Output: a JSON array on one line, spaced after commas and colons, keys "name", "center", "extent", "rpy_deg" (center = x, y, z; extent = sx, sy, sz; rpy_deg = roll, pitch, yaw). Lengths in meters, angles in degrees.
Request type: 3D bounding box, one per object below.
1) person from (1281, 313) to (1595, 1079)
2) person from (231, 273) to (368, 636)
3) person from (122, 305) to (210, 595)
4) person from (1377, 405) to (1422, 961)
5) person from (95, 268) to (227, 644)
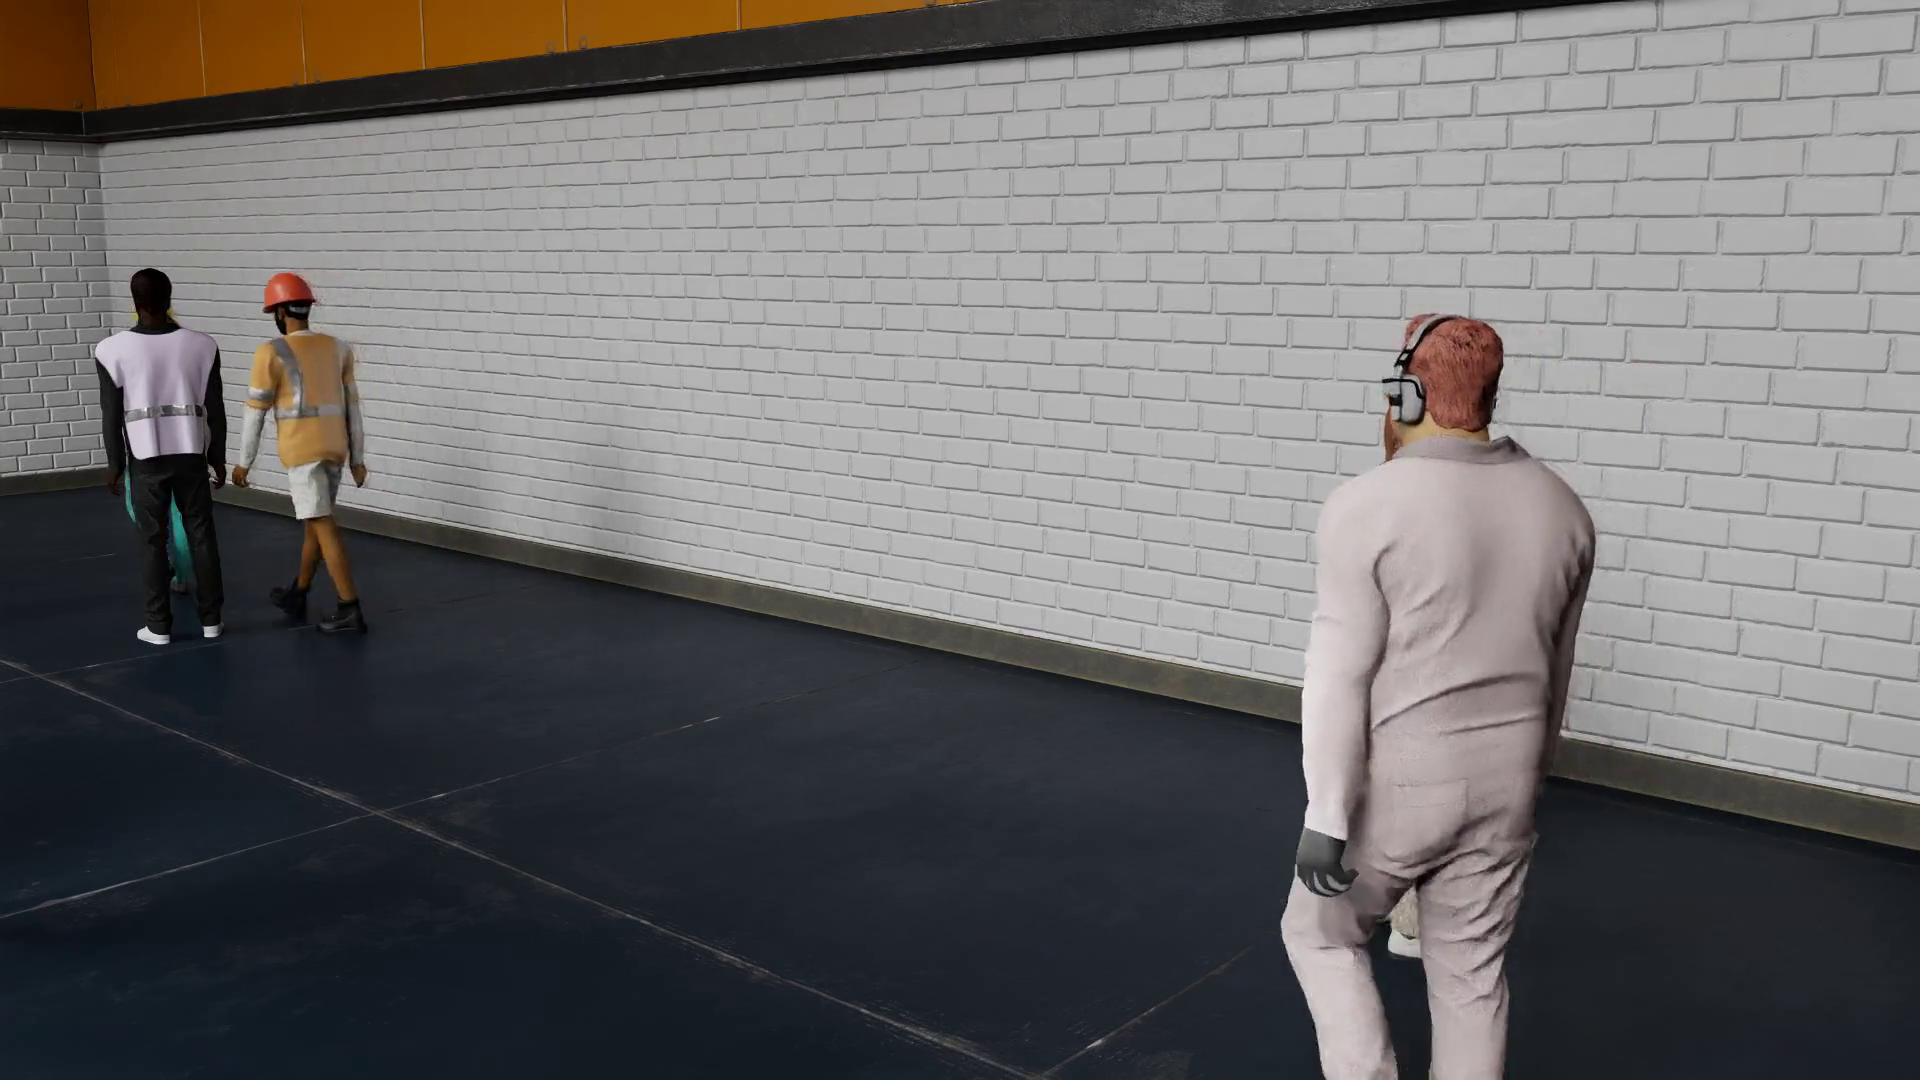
[{"name": "person", "center": [0.943, 0.493, 3.386], "extent": [0.683, 1.890, 0.461], "rpy_deg": [-4, 11, -22]}, {"name": "person", "center": [-3.501, -0.451, 8.791], "extent": [0.958, 1.878, 0.574], "rpy_deg": [6, 11, 29]}, {"name": "person", "center": [-4.636, -0.543, 9.657], "extent": [0.544, 1.754, 0.358], "rpy_deg": [-9, 13, -41]}, {"name": "person", "center": [1.300, 0.377, 4.764], "extent": [0.308, 1.645, 0.514], "rpy_deg": [-2, 10, -12]}, {"name": "person", "center": [-4.064, -0.422, 8.524], "extent": [0.593, 1.922, 0.392], "rpy_deg": [-7, 12, -36]}]
